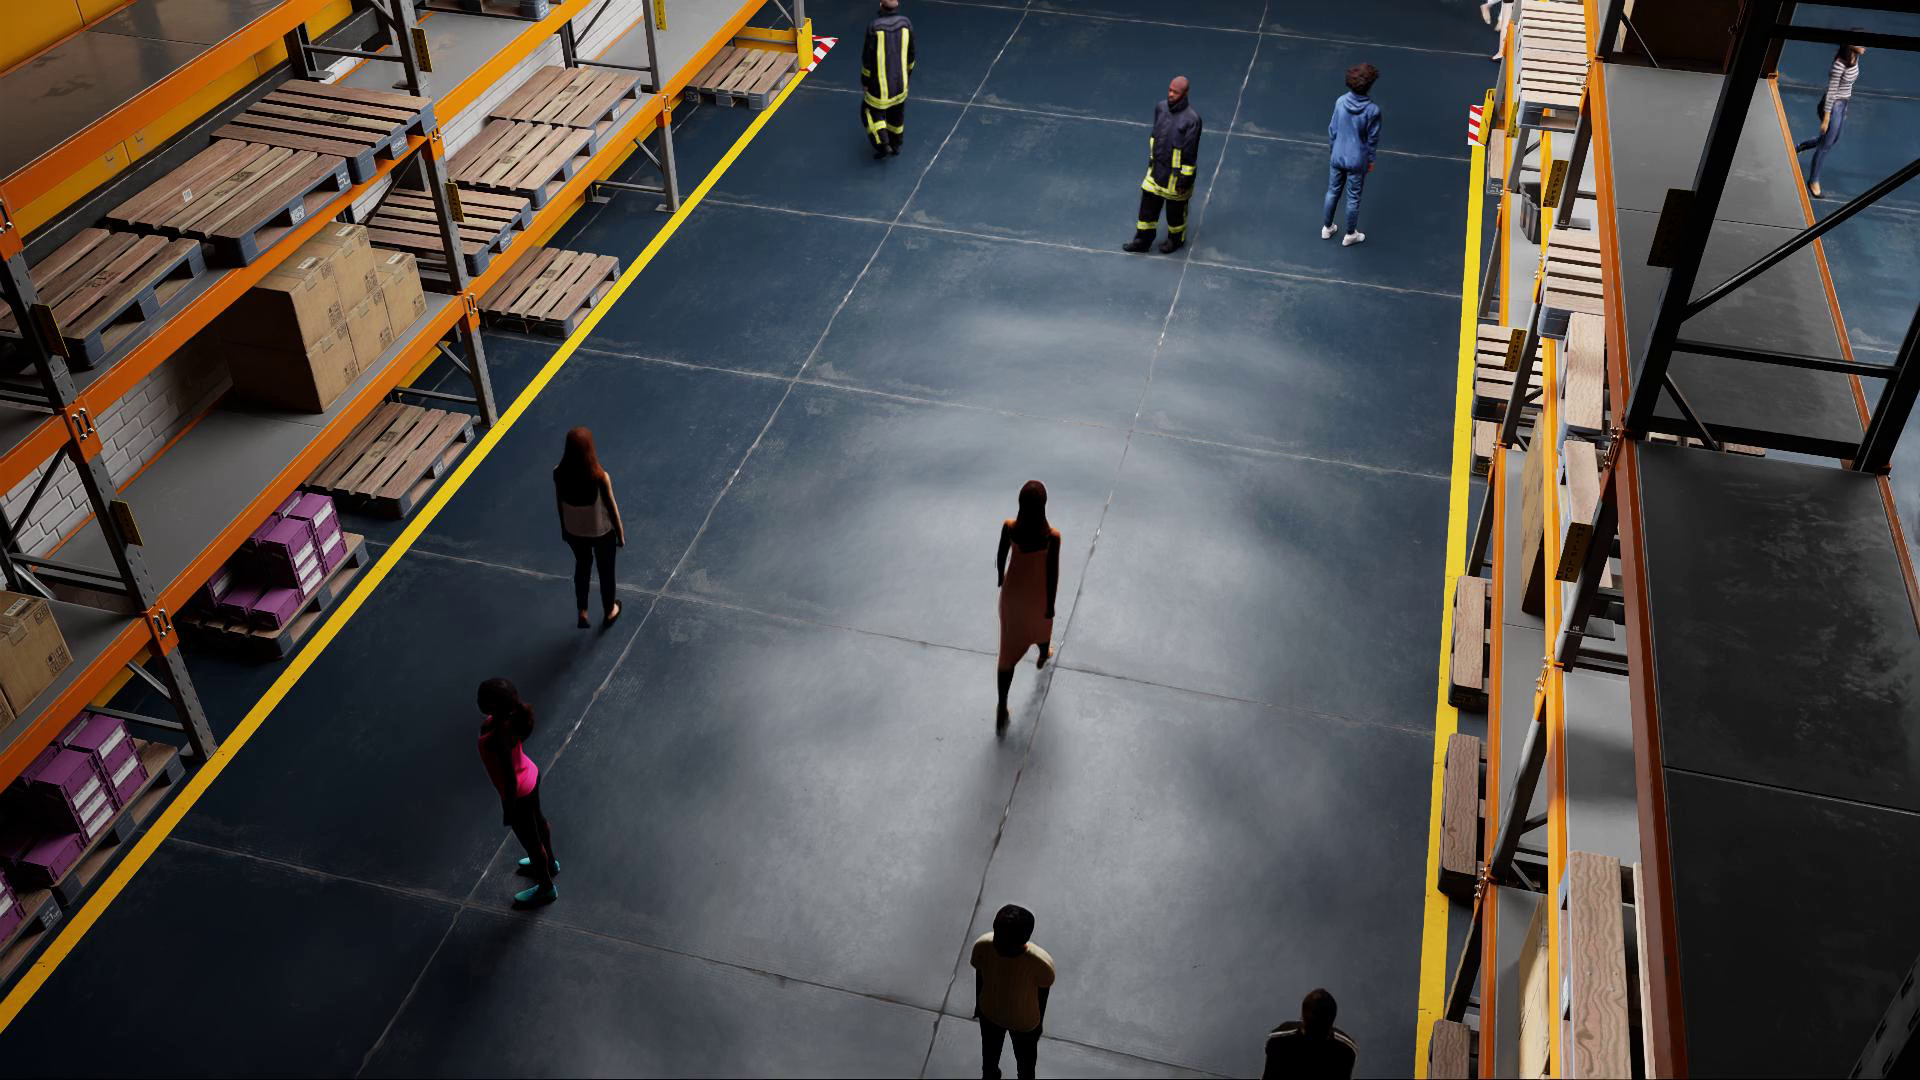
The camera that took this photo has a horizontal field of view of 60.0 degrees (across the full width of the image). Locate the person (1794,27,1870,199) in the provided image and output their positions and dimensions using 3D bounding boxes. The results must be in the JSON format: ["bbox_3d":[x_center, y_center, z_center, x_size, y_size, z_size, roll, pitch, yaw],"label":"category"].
[{"bbox_3d":[8.776,-4.355,16.891,0.893,1.776,0.907,30,47,32],"label":"person"}]

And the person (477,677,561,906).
[{"bbox_3d":[-2.559,1.443,9.672,0.683,1.723,0.585,-2,39,-3],"label":"person"}]

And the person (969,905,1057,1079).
[{"bbox_3d":[0.260,2.423,8.555,0.627,1.587,0.529,16,41,19],"label":"person"}]

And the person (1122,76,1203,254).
[{"bbox_3d":[2.085,-3.611,15.935,1.111,1.806,1.021,-29,47,-31],"label":"person"}]

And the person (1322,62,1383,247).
[{"bbox_3d":[3.784,-3.730,16.081,0.757,1.811,0.738,29,47,31],"label":"person"}]

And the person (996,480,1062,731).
[{"bbox_3d":[0.395,0.453,10.866,0.637,1.781,1.128,12,40,14],"label":"person"}]

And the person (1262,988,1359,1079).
[{"bbox_3d":[1.676,2.697,8.160,0.604,1.651,0.926,8,39,10],"label":"person"}]

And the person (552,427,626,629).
[{"bbox_3d":[-2.586,-0.015,11.505,0.629,1.715,0.750,6,39,8],"label":"person"}]

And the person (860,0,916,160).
[{"bbox_3d":[-0.748,-4.872,17.473,0.964,1.857,1.025,-20,43,-23],"label":"person"}]
